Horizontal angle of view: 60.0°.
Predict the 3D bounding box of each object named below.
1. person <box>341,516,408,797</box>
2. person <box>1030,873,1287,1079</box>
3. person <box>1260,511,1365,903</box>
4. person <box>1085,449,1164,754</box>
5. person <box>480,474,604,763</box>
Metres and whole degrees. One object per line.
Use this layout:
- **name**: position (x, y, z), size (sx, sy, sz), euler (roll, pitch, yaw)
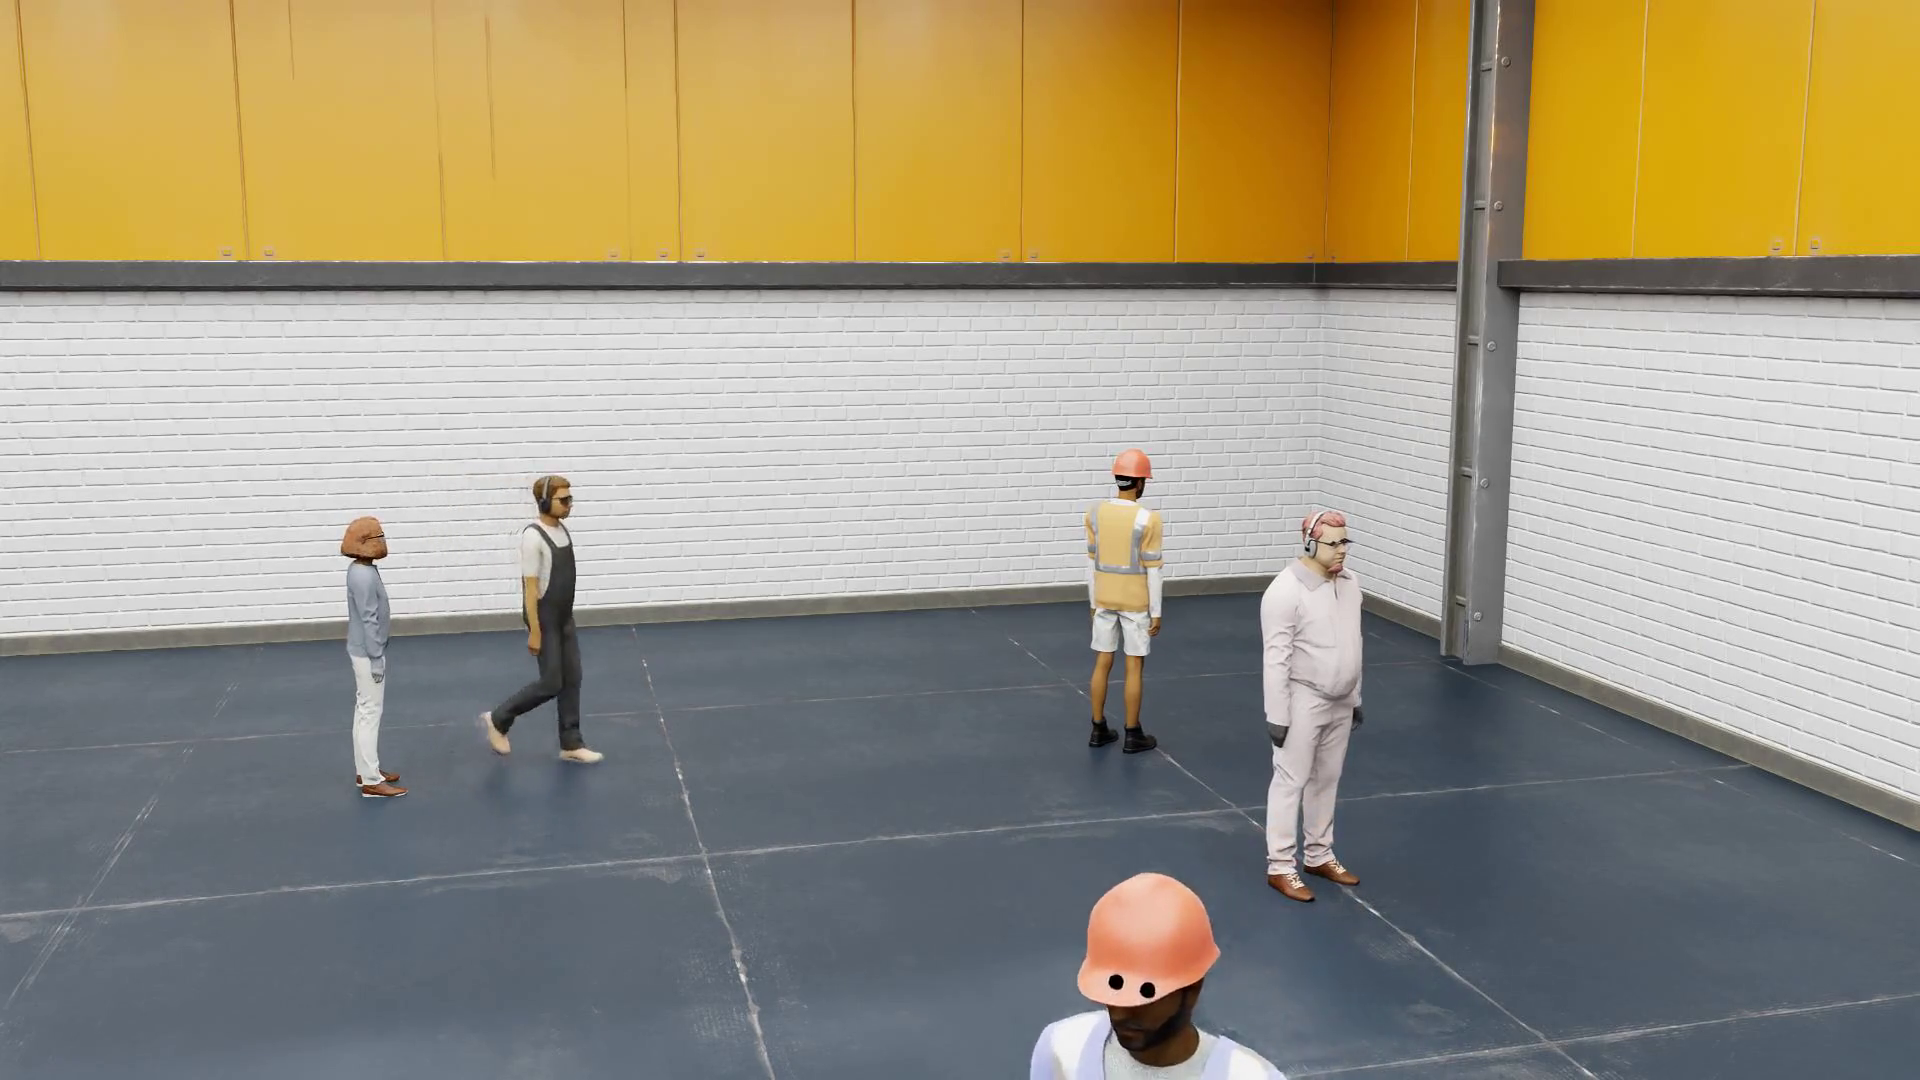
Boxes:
- **person**: position (-3.423, 0.672, 9.684), size (0.280, 1.636, 0.504), euler (-4, 10, -24)
- **person**: position (0.364, 1.564, 3.254), size (0.559, 1.921, 0.450), euler (6, 11, 35)
- **person**: position (1.741, 0.797, 8.096), size (0.642, 1.902, 0.401), euler (-8, 12, -39)
- **person**: position (1.059, 0.387, 10.560), size (0.541, 1.932, 0.382), euler (6, 11, 34)
- **person**: position (-2.580, 0.499, 10.206), size (0.653, 1.830, 0.518), euler (2, 9, 10)
